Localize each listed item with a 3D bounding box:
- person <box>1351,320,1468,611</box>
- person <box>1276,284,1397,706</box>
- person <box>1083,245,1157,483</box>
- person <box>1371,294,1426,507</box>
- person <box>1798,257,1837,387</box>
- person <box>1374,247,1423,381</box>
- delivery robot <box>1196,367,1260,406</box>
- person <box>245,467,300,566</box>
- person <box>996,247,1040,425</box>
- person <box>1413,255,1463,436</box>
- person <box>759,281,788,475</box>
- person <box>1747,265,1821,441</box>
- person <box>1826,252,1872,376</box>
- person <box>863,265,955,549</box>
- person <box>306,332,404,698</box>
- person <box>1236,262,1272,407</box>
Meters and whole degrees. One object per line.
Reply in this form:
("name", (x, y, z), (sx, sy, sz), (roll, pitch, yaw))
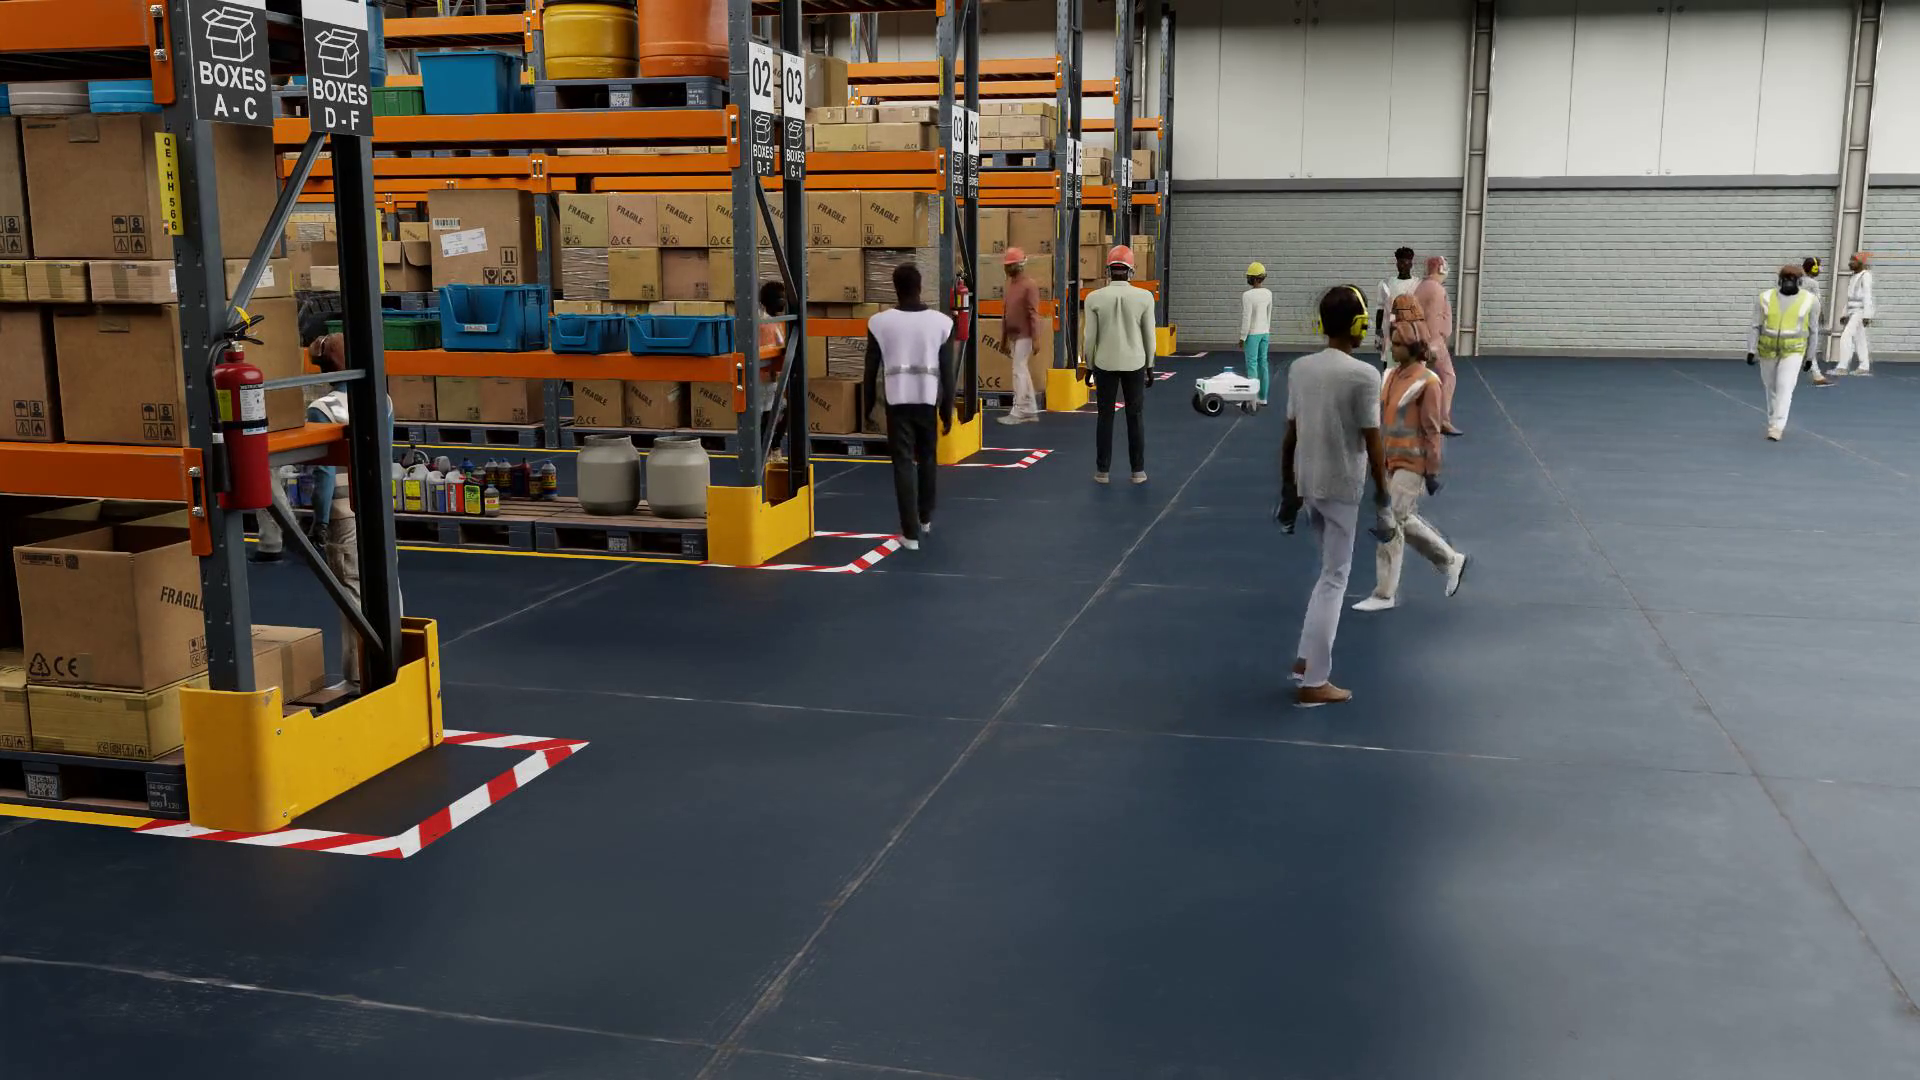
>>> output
("person", (2.529, -0.414, 9.213), (0.688, 1.614, 0.515), (-2, 10, -12))
("person", (1.676, -0.183, 7.296), (0.494, 1.853, 0.511), (-6, 12, -29))
("person", (1.345, -1.472, 14.016), (0.611, 1.996, 0.378), (1, 10, 6))
("person", (3.387, -1.062, 12.747), (0.280, 1.634, 0.499), (-2, 10, -9))
("person", (11.733, -3.012, 23.069), (1.002, 1.816, 0.528), (0, 10, 2))
("person", (5.070, -2.379, 19.124), (0.606, 1.966, 0.367), (4, 11, 19))
("delivery robot", (3.136, -1.781, 19.461), (0.707, 0.478, 0.477), (-1, 10, -6))
("person", (-4.378, -0.734, 10.400), (0.426, 1.821, 0.617), (2, 10, 13))
("person", (0.622, -2.259, 18.519), (0.604, 1.969, 0.693), (-5, 11, -26))
("person", (4.985, -2.016, 17.354), (0.736, 1.875, 0.672), (-1, 10, -3))
("person", (-1.595, -1.394, 14.432), (0.406, 1.682, 0.560), (1, 10, 3))
("person", (8.505, -1.940, 17.200), (0.620, 1.797, 1.001), (8, 13, 38))
("person", (13.409, -3.393, 25.044), (0.790, 1.850, 0.601), (2, 10, 12))
("person", (-0.354, -0.916, 11.306), (0.592, 1.864, 0.949), (-2, 10, -12))
("person", (-2.712, -0.109, 7.455), (0.310, 1.639, 0.514), (3, 11, 19))
("person", (3.615, -2.511, 20.406), (0.525, 1.772, 0.309), (-10, 14, -43))
